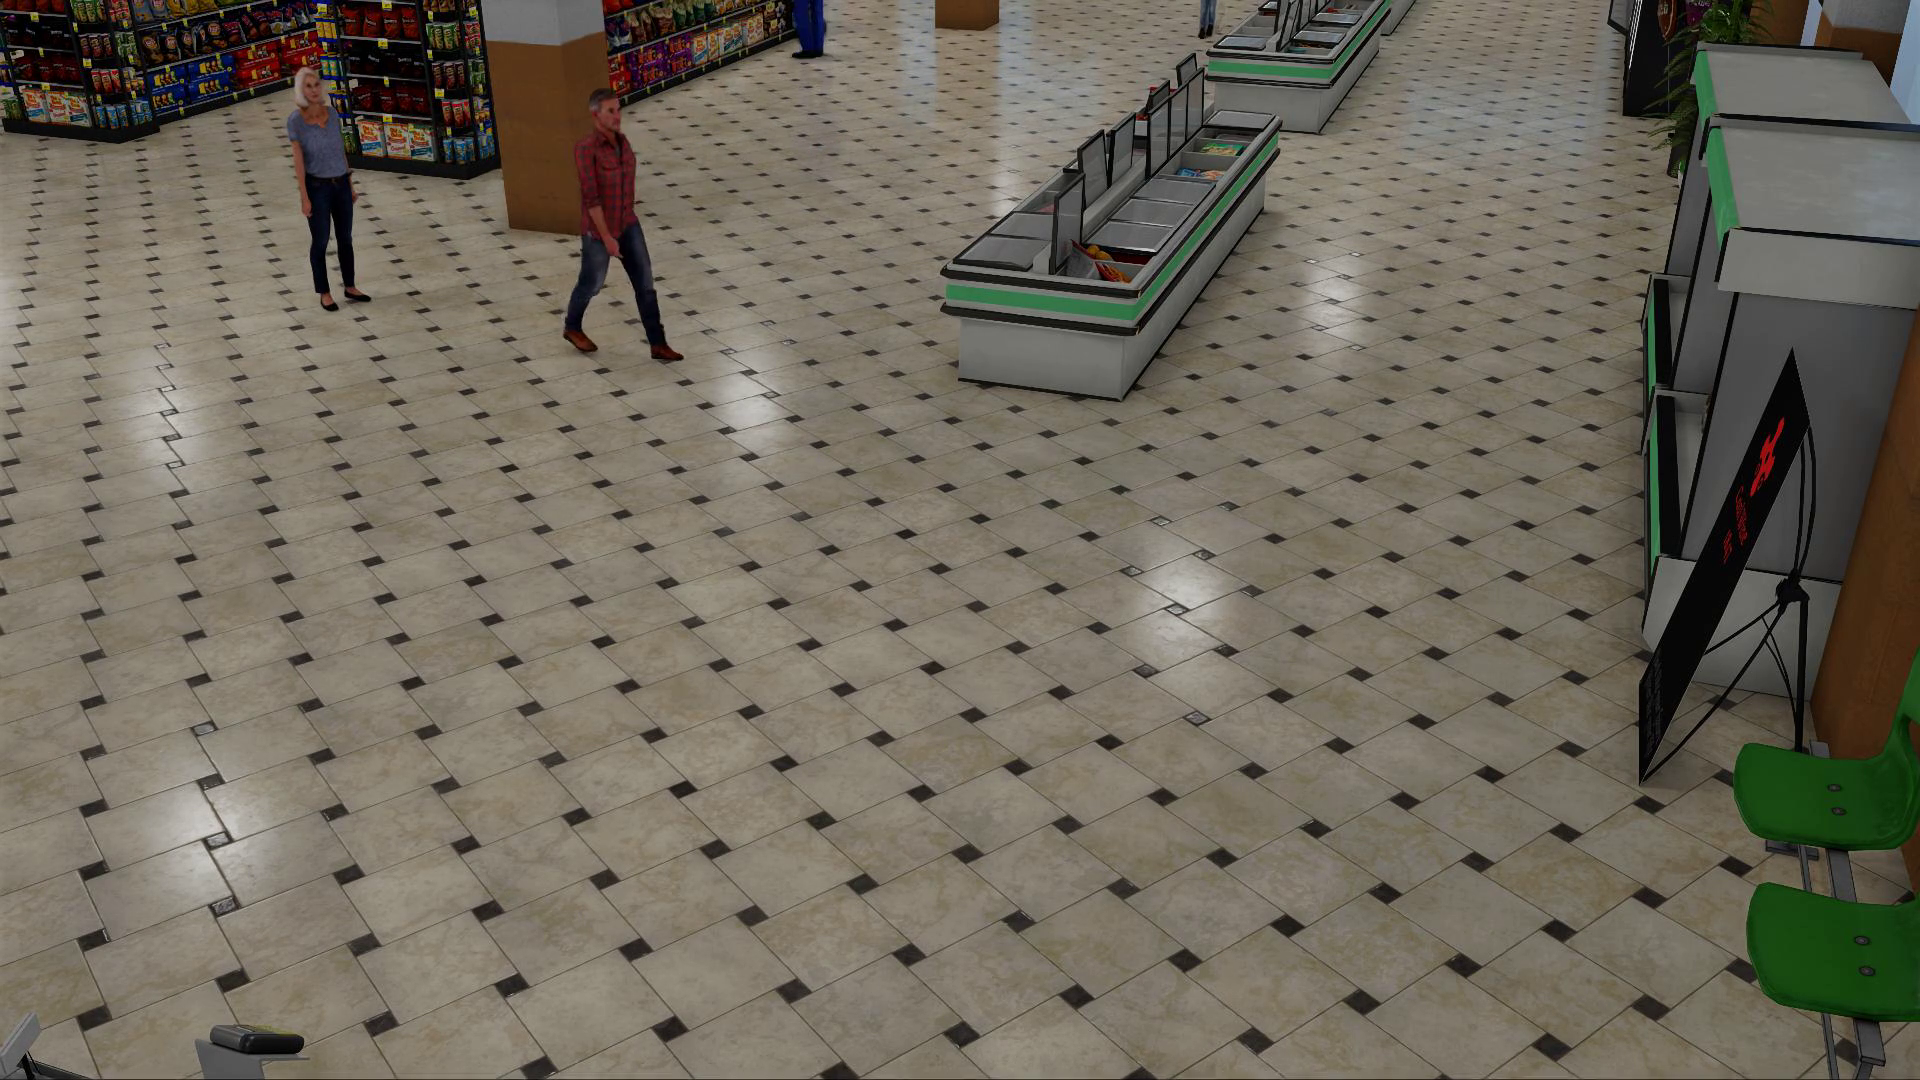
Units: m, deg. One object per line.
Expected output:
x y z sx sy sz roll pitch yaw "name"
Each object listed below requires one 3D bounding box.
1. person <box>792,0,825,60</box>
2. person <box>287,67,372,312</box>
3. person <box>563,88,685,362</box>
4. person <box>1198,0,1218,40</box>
-1.831 -6.870 20.467 0.724 1.796 0.966 -17 32 -30 "person"
-4.582 -2.541 12.013 0.710 1.721 0.557 20 33 34 "person"
-2.381 -2.046 10.964 0.968 1.788 1.217 17 31 30 "person"
3.277 -7.167 21.749 0.524 1.167 0.804 8 28 15 "person"
